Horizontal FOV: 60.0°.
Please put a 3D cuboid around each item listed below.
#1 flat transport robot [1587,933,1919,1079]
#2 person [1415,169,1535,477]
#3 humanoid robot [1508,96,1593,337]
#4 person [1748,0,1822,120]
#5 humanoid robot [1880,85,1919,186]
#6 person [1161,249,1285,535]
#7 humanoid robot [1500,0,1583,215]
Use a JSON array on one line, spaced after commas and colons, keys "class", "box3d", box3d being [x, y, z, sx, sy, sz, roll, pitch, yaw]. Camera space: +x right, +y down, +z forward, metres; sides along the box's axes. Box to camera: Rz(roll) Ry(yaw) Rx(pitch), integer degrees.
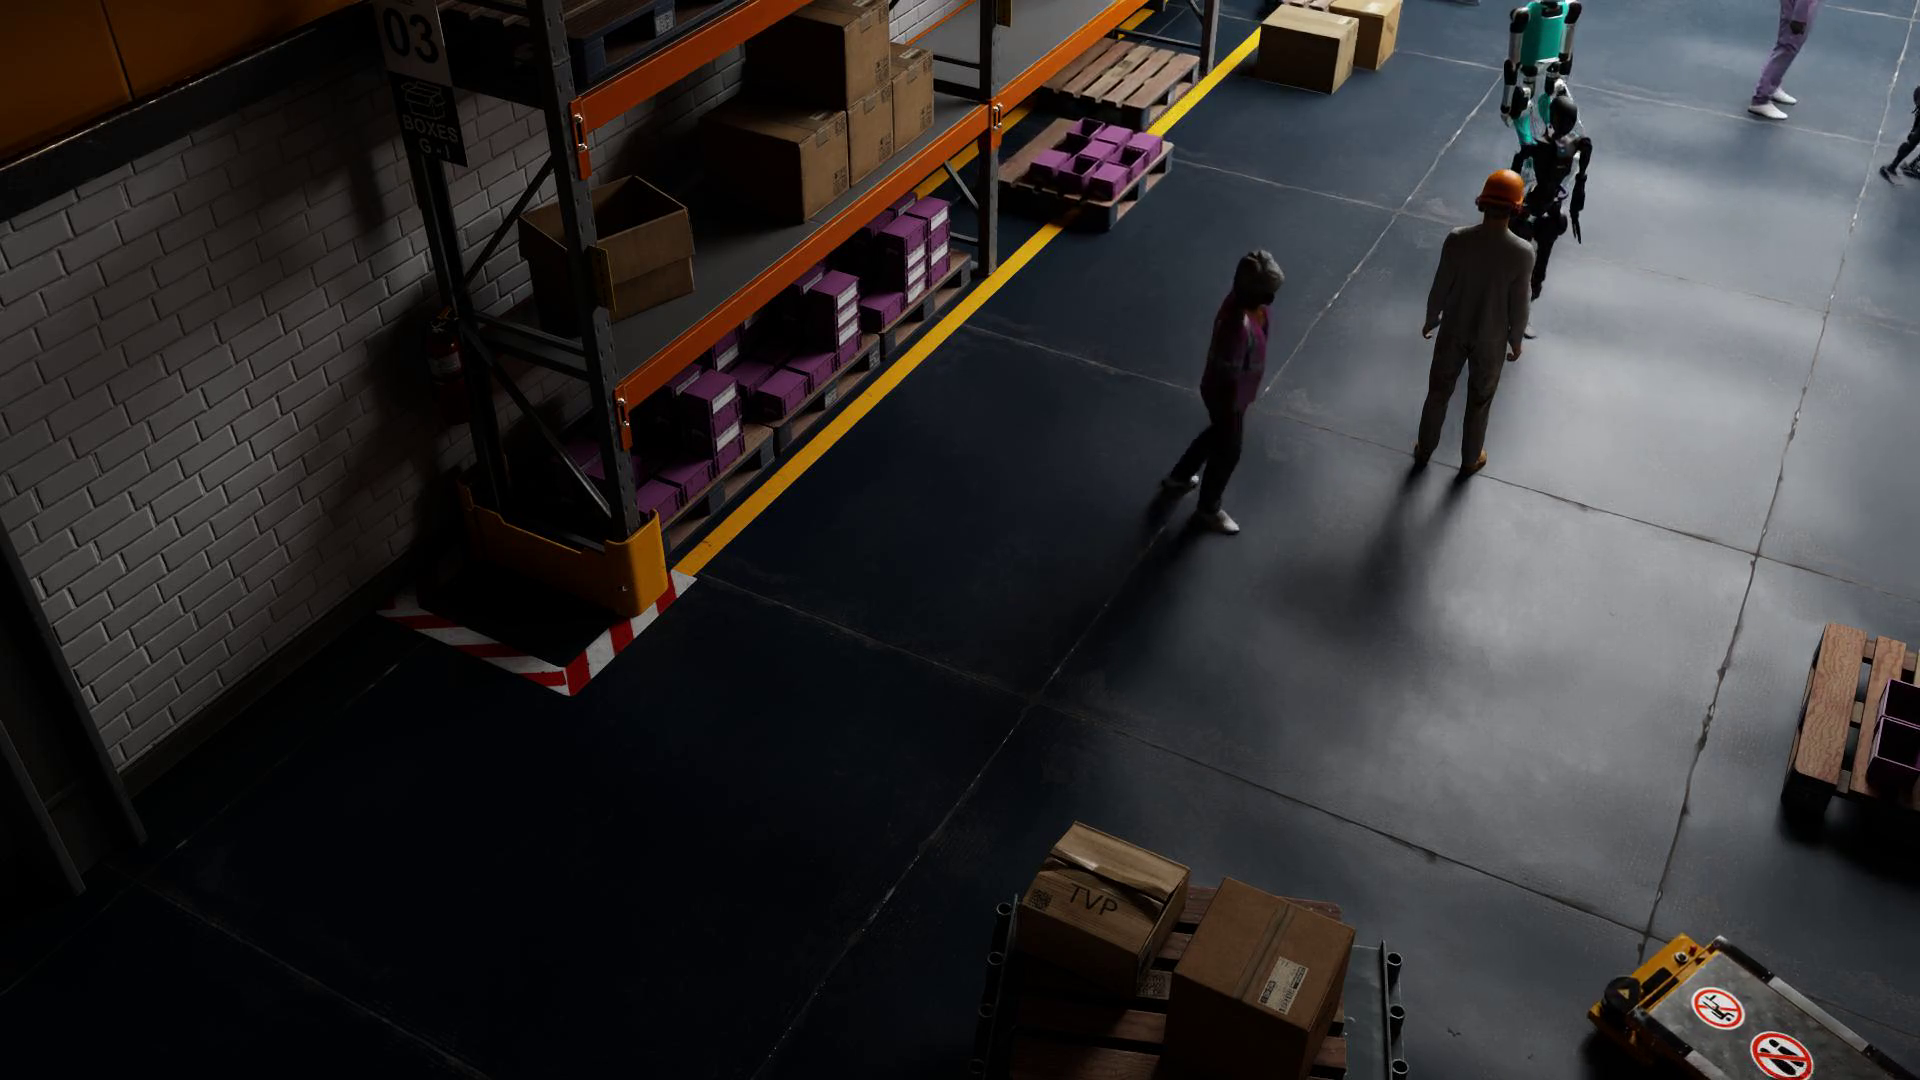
[{"class": "flat transport robot", "box3d": [3.277, 2.148, 6.534, 0.659, 0.231, 1.431, -25, 45, -28]}, {"class": "person", "box3d": [2.919, -1.206, 9.433, 0.562, 1.890, 0.370, 17, 42, 20]}, {"class": "humanoid robot", "box3d": [3.710, -2.132, 10.760, 0.586, 1.646, 0.511, -8, 39, -10]}, {"class": "person", "box3d": [6.789, -4.320, 13.322, 0.396, 1.895, 0.650, 18, 42, 21]}, {"class": "humanoid robot", "box3d": [7.340, -3.427, 12.380, 0.602, 1.646, 0.374, -21, 43, -24]}, {"class": "person", "box3d": [1.404, -0.829, 9.021, 0.613, 1.811, 0.592, 13, 41, 16]}, {"class": "humanoid robot", "box3d": [4.222, -3.052, 11.908, 0.549, 1.775, 1.034, -11, 40, -13]}]
